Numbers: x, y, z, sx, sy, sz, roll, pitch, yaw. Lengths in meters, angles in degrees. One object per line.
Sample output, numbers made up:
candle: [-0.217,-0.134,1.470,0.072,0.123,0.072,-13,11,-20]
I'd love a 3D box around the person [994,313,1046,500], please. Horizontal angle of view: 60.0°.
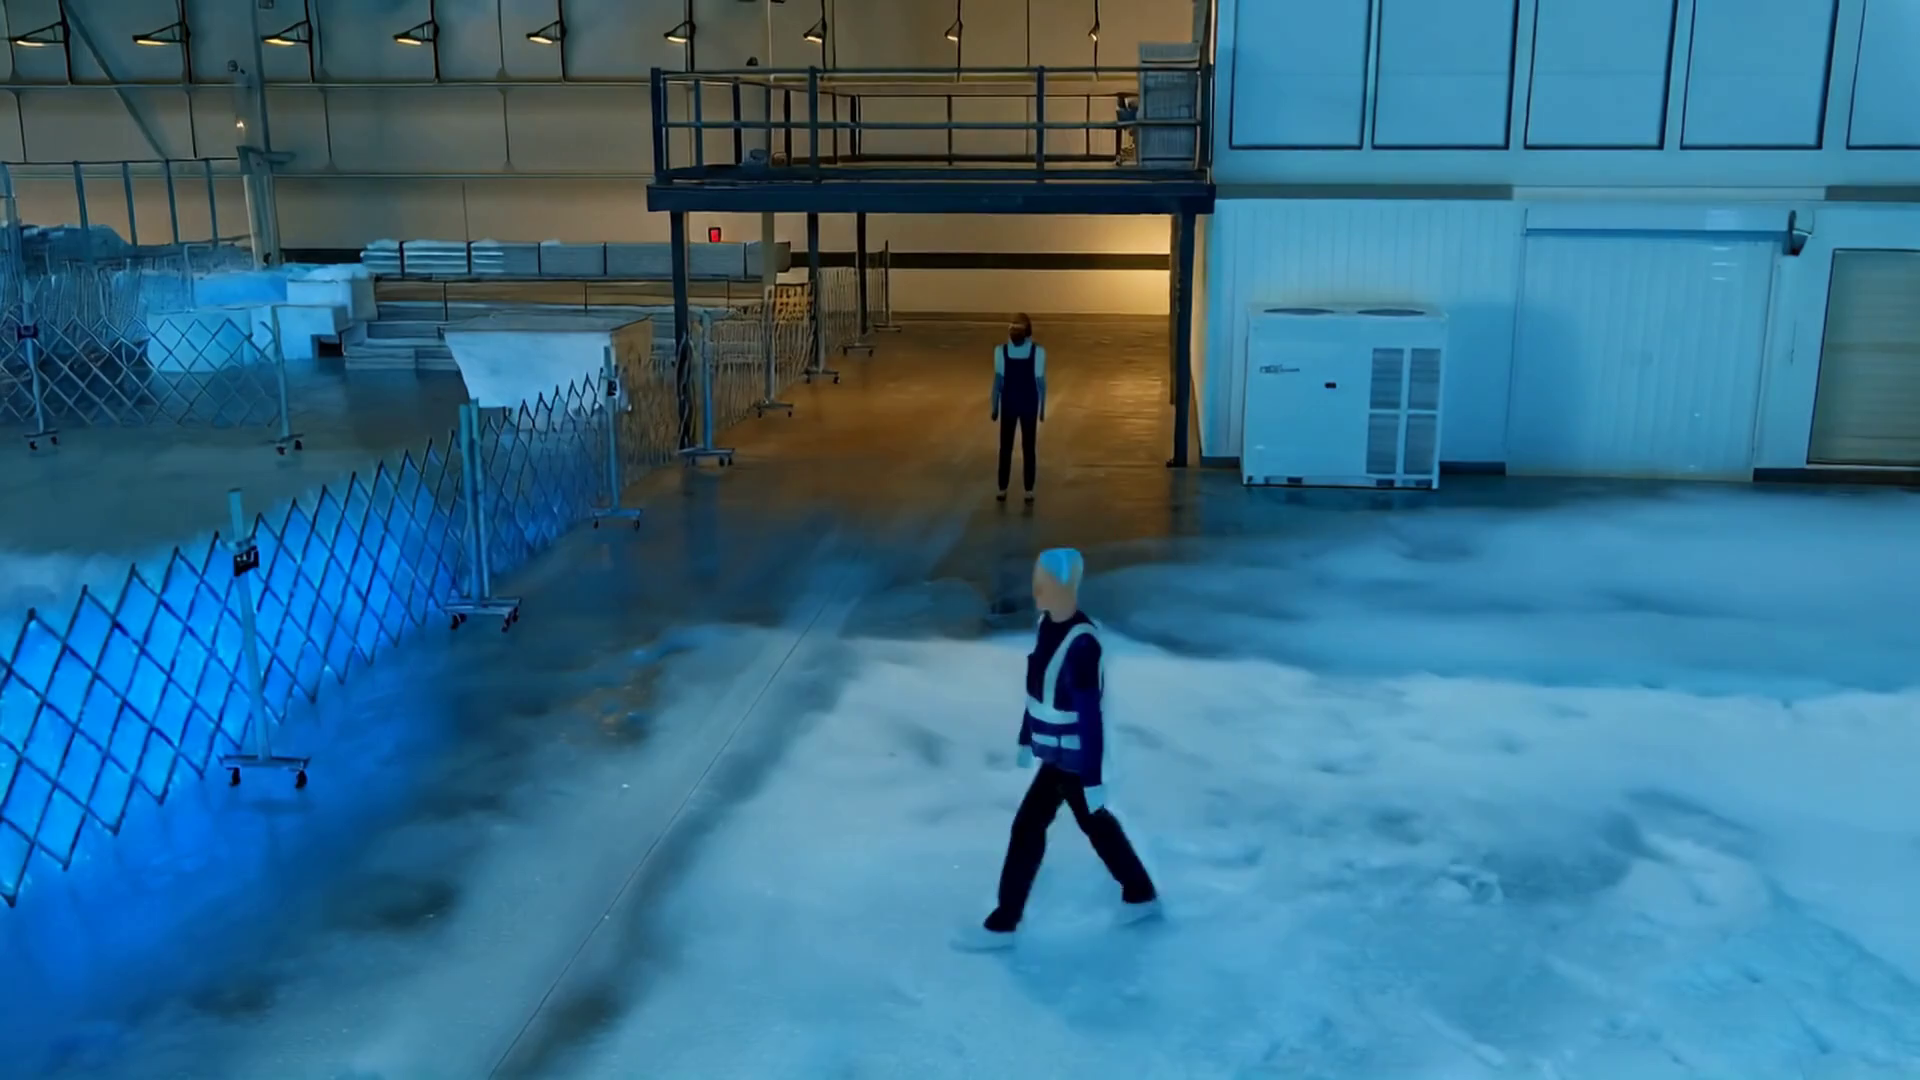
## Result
person: [0.585,-1.298,16.261,0.507,1.842,0.351,2,14,6]

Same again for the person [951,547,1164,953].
person: [0.481,0.917,7.262,0.991,1.837,0.574,-2,14,-6]
